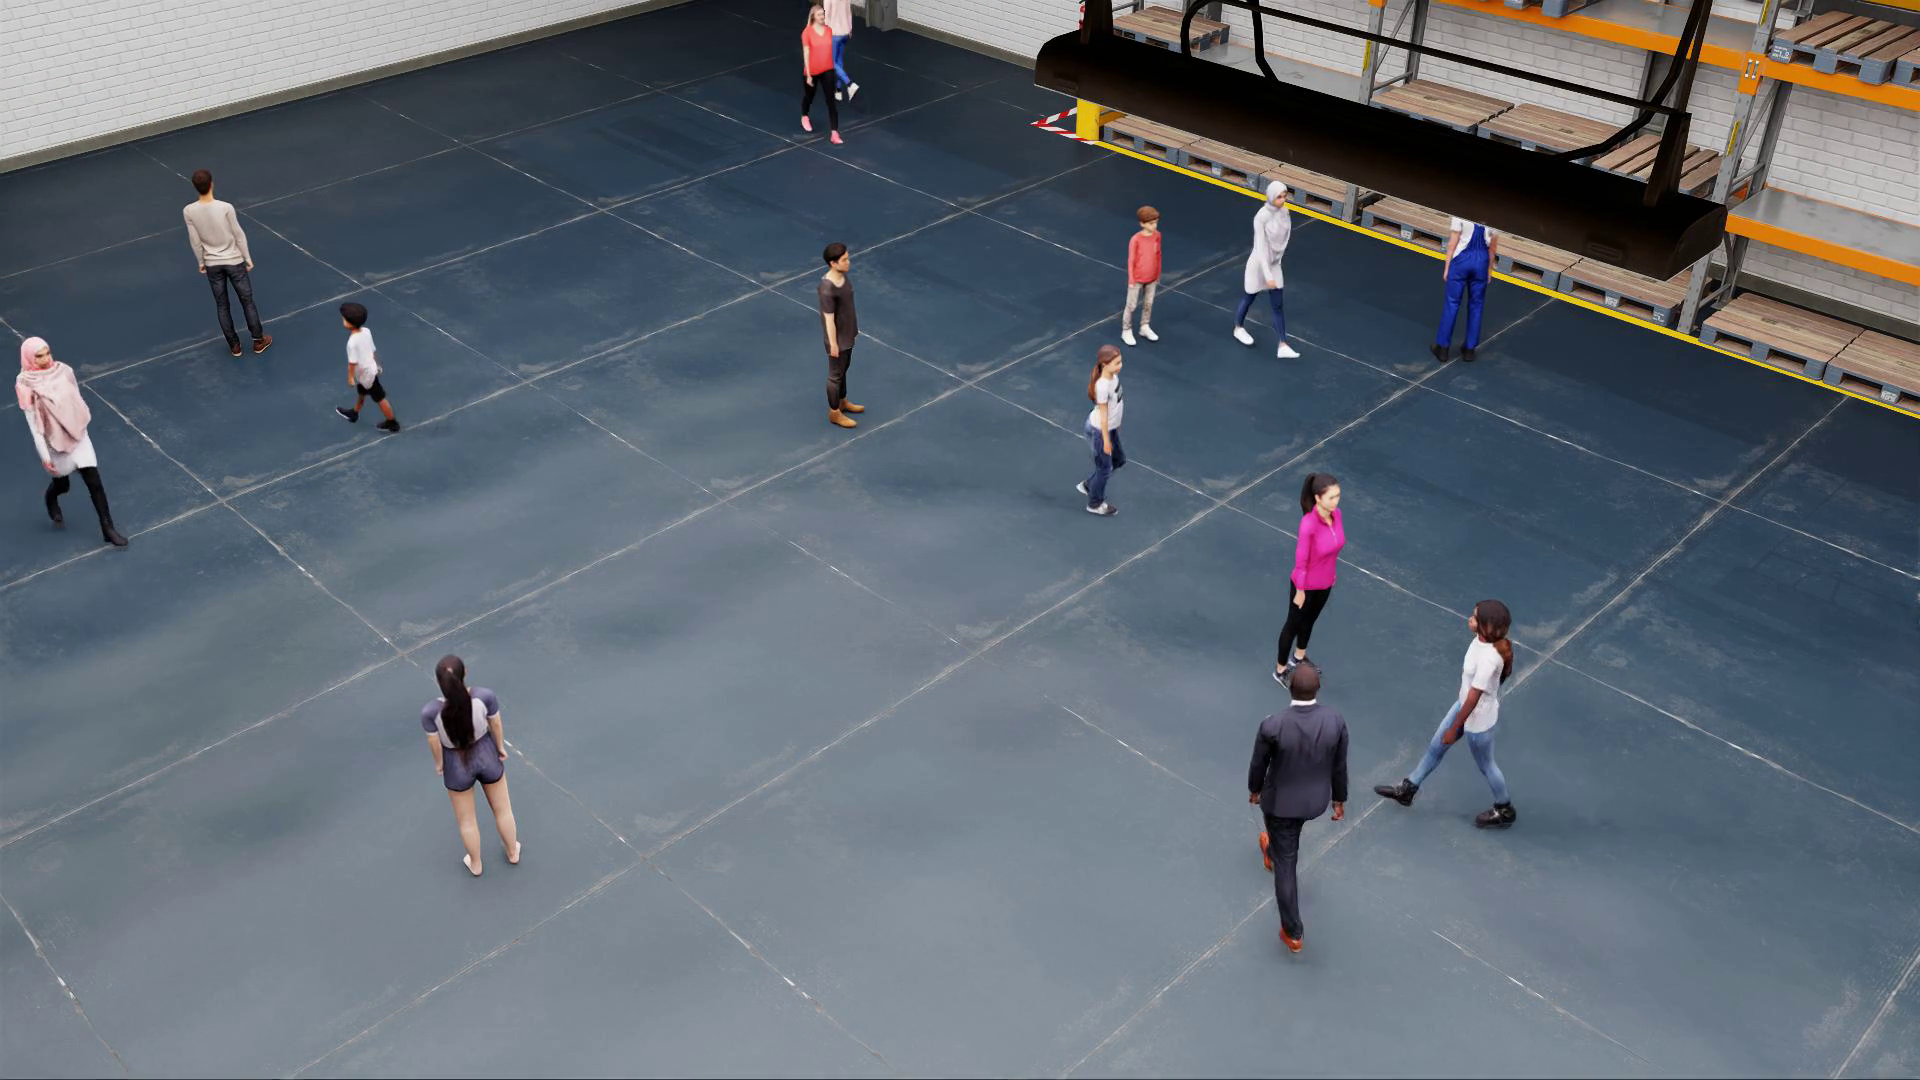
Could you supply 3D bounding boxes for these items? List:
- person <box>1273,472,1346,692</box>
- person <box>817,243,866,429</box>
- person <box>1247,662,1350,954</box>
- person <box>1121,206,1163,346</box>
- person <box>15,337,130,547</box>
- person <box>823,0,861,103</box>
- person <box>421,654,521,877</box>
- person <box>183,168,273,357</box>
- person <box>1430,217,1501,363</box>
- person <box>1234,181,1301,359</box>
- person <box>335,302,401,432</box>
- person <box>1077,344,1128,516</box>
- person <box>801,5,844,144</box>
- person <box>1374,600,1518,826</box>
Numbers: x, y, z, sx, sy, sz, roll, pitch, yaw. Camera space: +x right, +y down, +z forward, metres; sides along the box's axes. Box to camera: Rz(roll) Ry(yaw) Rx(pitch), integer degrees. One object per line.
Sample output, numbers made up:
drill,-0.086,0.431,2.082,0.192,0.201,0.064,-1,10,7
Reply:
person,2.453,0.271,11.616,0.582,1.698,0.552,-28,42,-35
person,-1.085,-1.846,14.784,0.726,1.717,0.708,7,34,10
person,1.947,1.569,9.595,1.173,1.774,1.336,-4,34,-6
person,1.768,-2.582,16.165,0.585,1.413,0.588,-14,36,-21
person,-7.122,-0.766,13.106,1.159,1.777,0.759,21,39,29
person,-1.562,-6.629,21.945,0.647,1.755,0.923,-28,43,-35
person,-2.941,1.349,10.039,0.659,1.649,0.638,-15,36,-21
person,-7.011,-2.641,15.844,0.743,1.867,0.763,-6,34,-9
person,4.829,-2.585,15.777,0.689,1.848,0.763,2,34,3
person,2.844,-2.607,15.920,0.797,1.727,1.147,-19,38,-26
person,-5.196,-1.501,14.702,0.901,1.234,0.791,4,34,6
person,1.106,-0.902,13.521,0.738,1.544,0.678,9,35,13
person,-1.825,-5.862,20.883,0.859,1.654,1.224,-15,37,-22
person,3.278,1.131,10.344,1.212,1.675,1.024,5,34,8
